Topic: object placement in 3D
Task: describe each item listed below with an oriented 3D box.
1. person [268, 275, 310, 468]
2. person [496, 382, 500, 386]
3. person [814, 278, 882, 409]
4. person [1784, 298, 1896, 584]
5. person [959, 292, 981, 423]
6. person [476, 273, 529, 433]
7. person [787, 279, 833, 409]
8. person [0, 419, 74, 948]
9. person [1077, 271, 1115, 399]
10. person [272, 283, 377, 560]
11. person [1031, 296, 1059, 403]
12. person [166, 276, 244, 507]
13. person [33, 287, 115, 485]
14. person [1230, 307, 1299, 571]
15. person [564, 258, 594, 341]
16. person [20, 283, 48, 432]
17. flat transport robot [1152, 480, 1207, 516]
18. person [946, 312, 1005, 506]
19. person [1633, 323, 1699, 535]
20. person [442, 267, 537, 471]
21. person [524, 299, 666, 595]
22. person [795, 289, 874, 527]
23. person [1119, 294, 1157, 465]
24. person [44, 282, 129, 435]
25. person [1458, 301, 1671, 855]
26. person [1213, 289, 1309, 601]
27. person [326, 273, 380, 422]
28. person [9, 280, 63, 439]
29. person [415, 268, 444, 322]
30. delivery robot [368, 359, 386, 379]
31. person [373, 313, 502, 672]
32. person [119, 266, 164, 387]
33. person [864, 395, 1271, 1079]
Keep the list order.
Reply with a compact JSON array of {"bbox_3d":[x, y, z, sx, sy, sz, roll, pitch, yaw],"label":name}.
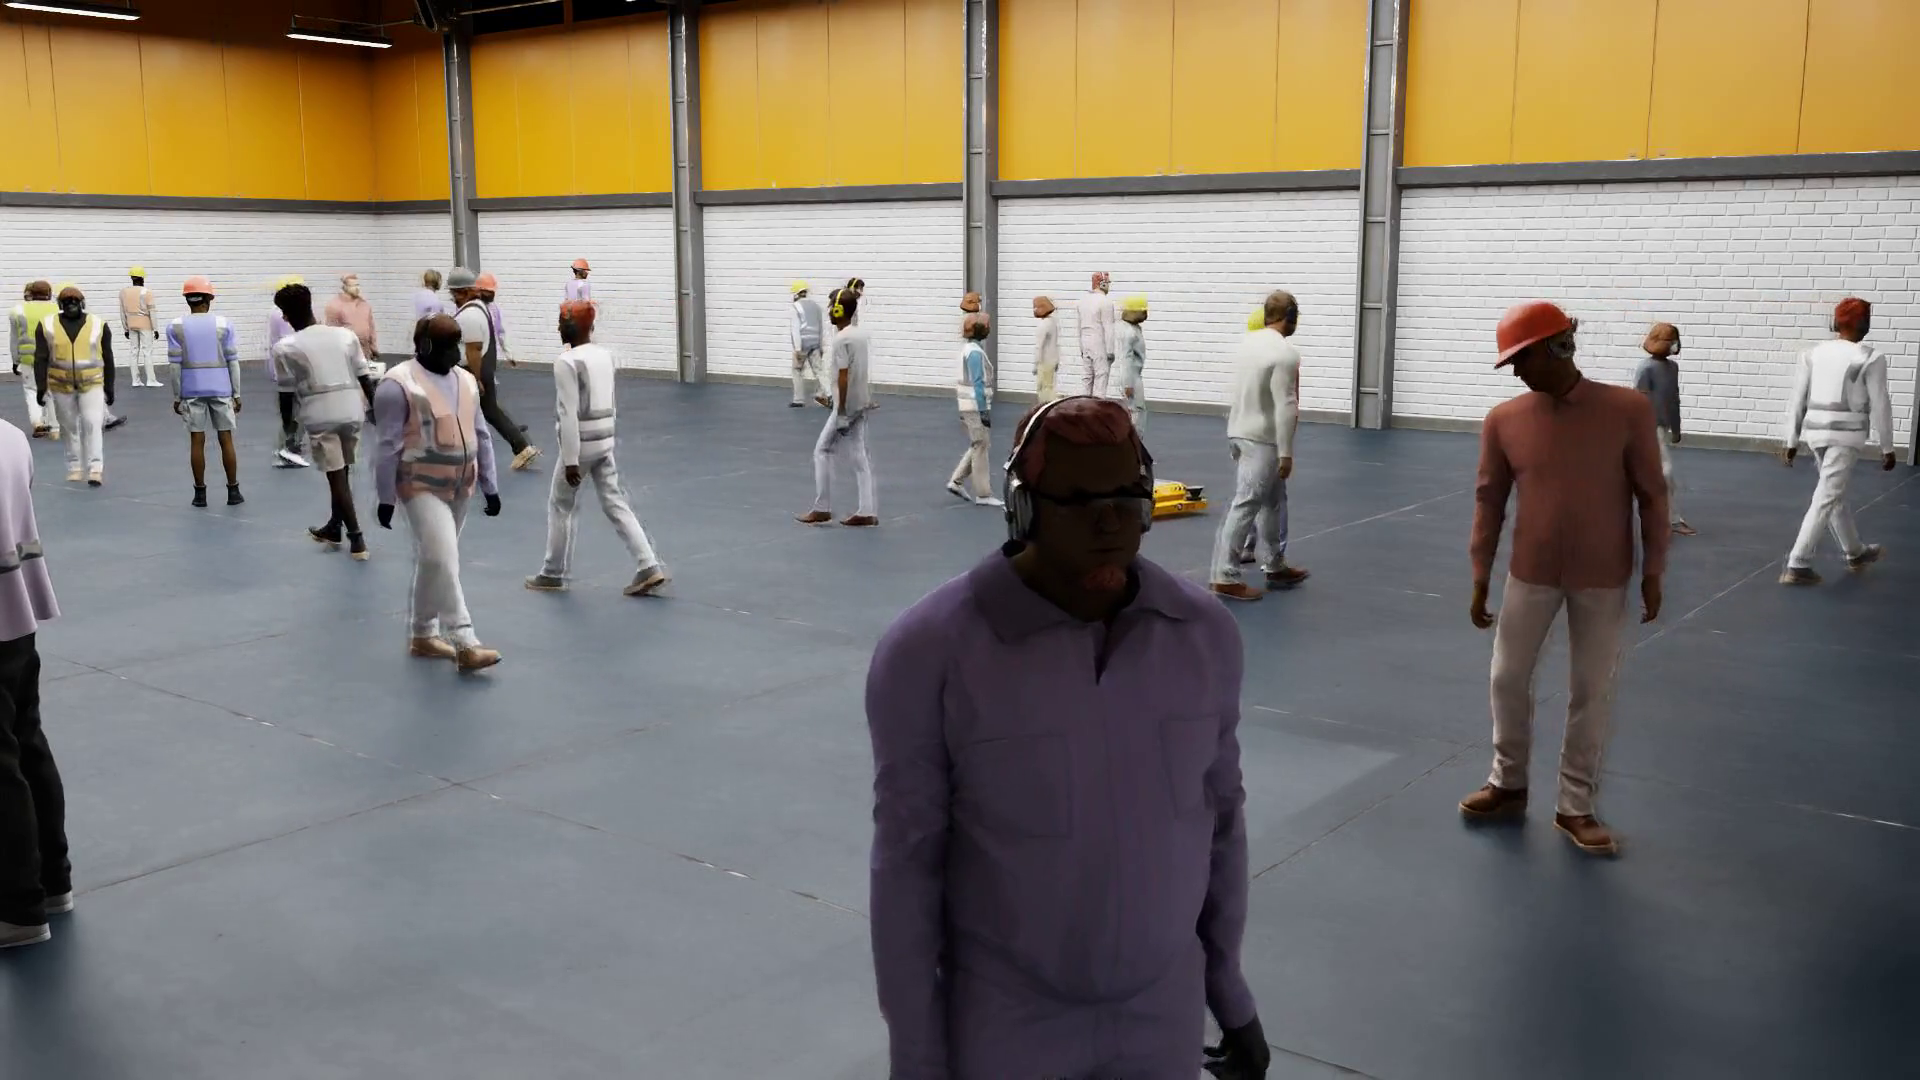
[{"bbox_3d":[-6.601,-1.652,16.415,0.472,1.896,0.617,-5,11,-25],"label":"person"},{"bbox_3d":[-7.675,-3.281,26.502,0.554,1.684,0.541,1,10,6],"label":"person"},{"bbox_3d":[-1.557,-2.692,22.801,0.883,1.837,0.609,5,11,26],"label":"person"},{"bbox_3d":[5.715,-0.638,10.747,1.023,1.821,0.601,-4,11,-23],"label":"person"},{"bbox_3d":[0.134,-2.286,20.896,0.279,1.634,0.497,-1,10,-7],"label":"person"},{"bbox_3d":[-5.376,-2.094,19.040,0.968,1.881,0.557,2,10,13],"label":"person"},{"bbox_3d":[-2.008,-2.651,22.609,0.760,1.792,0.608,8,13,40],"label":"person"},{"bbox_3d":[-2.965,0.291,5.068,0.373,1.917,0.595,-2,10,-9],"label":"person"},{"bbox_3d":[1.722,-2.365,20.568,0.402,1.906,0.652,-6,11,-31],"label":"person"},{"bbox_3d":[-4.438,-0.832,11.634,0.895,1.904,0.687,9,13,42],"label":"person"},{"bbox_3d":[0.988,-2.104,19.866,0.545,1.608,0.520,4,10,20],"label":"person"},{"bbox_3d":[-6.324,-1.240,13.956,0.542,1.928,0.374,-4,11,-22],"label":"person"},{"bbox_3d":[-8.108,-1.401,15.245,0.653,1.838,0.609,-4,11,-23],"label":"person"},{"bbox_3d":[2.017,-0.672,11.140,0.328,1.760,0.524,-8,13,-40],"label":"person"},{"bbox_3d":[-6.280,-3.636,27.581,0.607,2.039,0.395,8,13,40],"label":"person"},{"bbox_3d":[-10.930,-2.175,19.868,0.541,1.778,0.934,-1,10,-6],"label":"person"},{"bbox_3d":[1.313,-0.402,13.890,0.652,0.197,1.431,-8,13,-39],"label":"flat transport robot"},{"bbox_3d":[0.148,-1.095,13.967,0.406,1.636,0.532,0,10,-2],"label":"person"},{"bbox_3d":[5.317,-0.869,12.762,0.510,1.593,0.833,-8,13,-39],"label":"person"},{"bbox_3d":[-4.630,-1.652,16.019,0.989,2.000,0.685,0,10,-2],"label":"person"},{"bbox_3d":[-2.270,-0.563,10.262,0.976,1.842,0.582,4,11,24],"label":"person"},{"bbox_3d":[-0.985,-1.016,12.911,0.756,1.843,0.510,4,11,24],"label":"person"},{"bbox_3d":[1.679,-1.613,16.722,0.576,1.721,0.491,2,10,9],"label":"person"},{"bbox_3d":[-10.388,-2.130,19.563,0.612,1.785,0.943,8,13,39],"label":"person"},{"bbox_3d":[2.166,0.126,5.972,0.697,1.946,0.419,5,11,25],"label":"person"},{"bbox_3d":[1.906,-0.593,10.294,0.880,1.885,0.720,-3,10,-16],"label":"person"},{"bbox_3d":[-7.742,-2.440,21.091,0.869,1.878,0.633,5,11,28],"label":"person"},{"bbox_3d":[-10.387,-2.029,18.859,0.647,1.824,0.515,-5,11,-27],"label":"person"},{"bbox_3d":[-6.909,-2.569,21.694,0.497,1.925,0.657,-8,13,-39],"label":"person"},{"bbox_3d":[-9.326,-2.649,25.875,0.707,0.478,0.477,-7,12,-34],"label":"delivery robot"},{"bbox_3d":[-2.569,-0.239,8.475,0.884,1.803,0.651,5,11,26],"label":"person"},{"bbox_3d":[-13.029,-3.387,26.449,0.594,1.926,0.366,1,10,7],"label":"person"},{"bbox_3d":[0.187,0.729,2.645,0.677,1.920,0.523,-4,10,-21],"label":"person"}]
